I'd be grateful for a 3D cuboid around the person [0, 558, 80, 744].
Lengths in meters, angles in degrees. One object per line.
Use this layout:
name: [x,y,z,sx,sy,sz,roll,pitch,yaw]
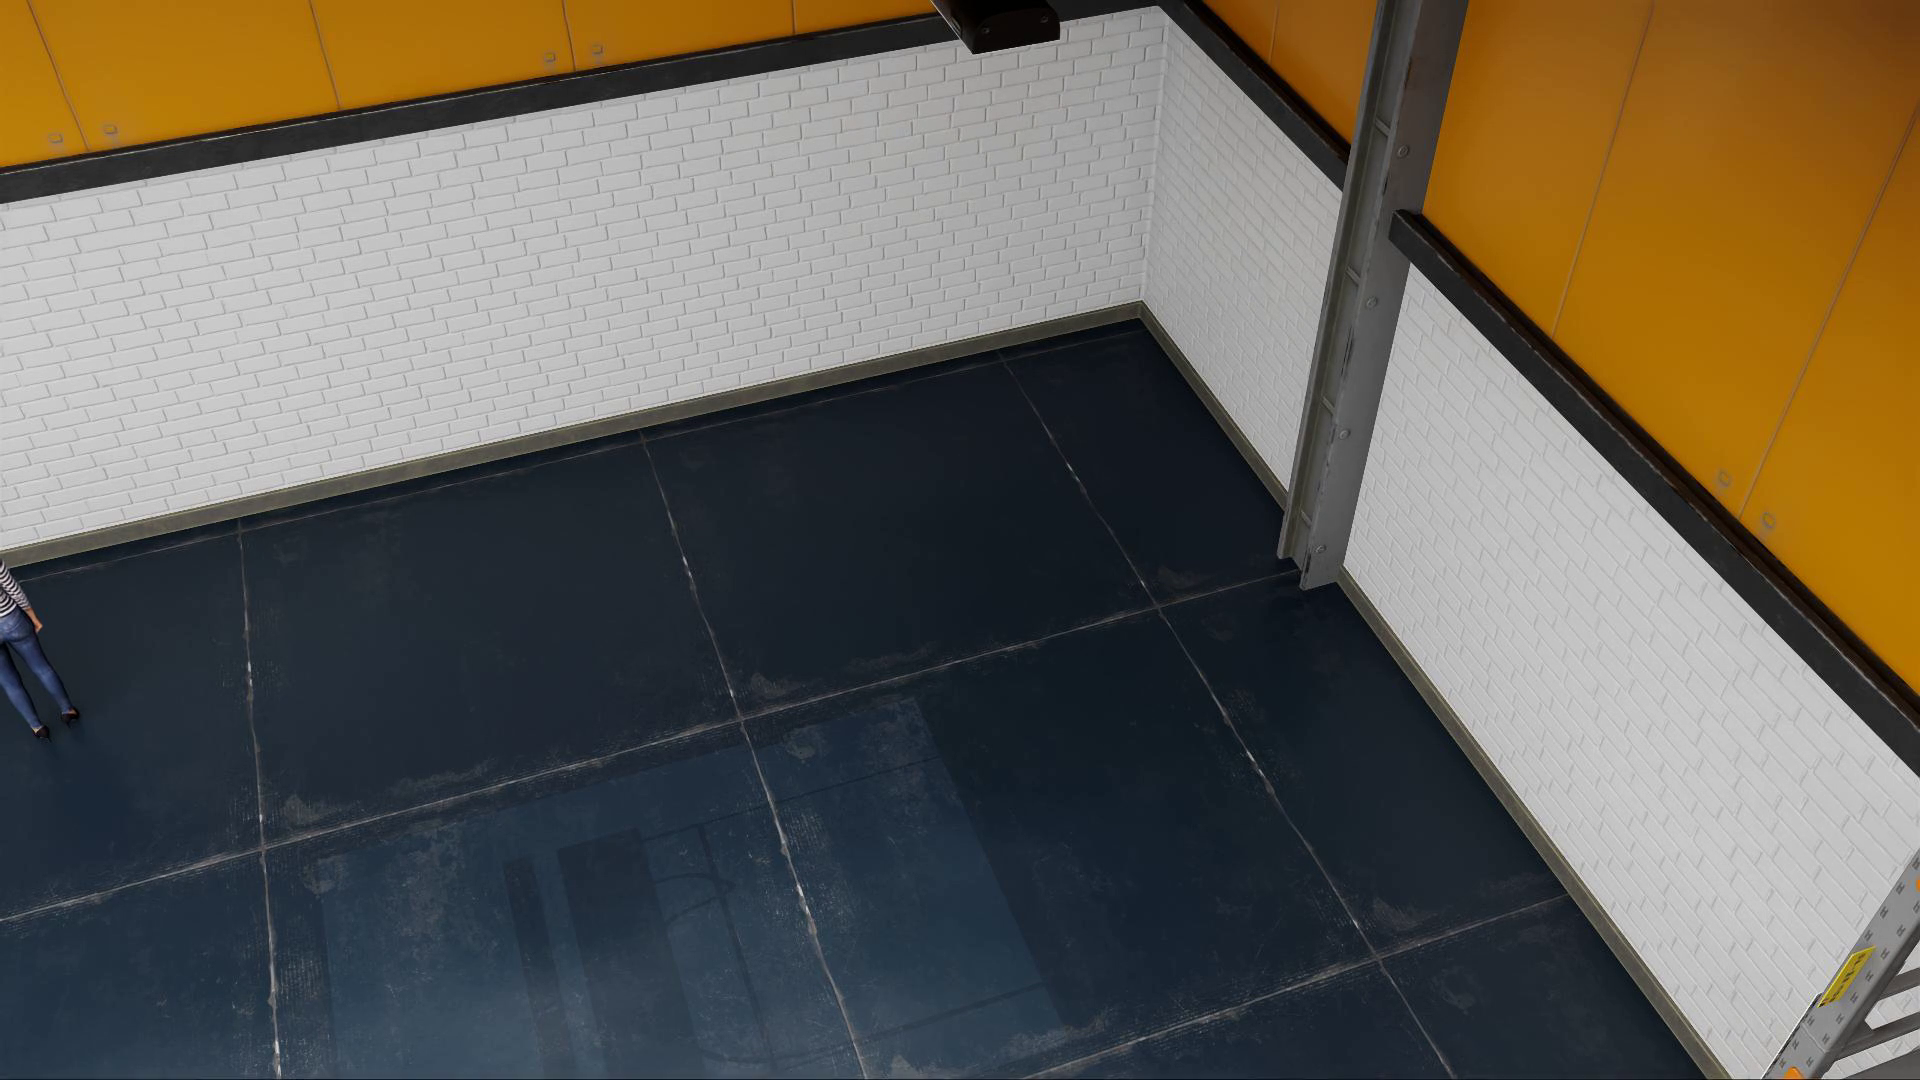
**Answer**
person: [-5.887,0.579,10.211,0.645,1.796,0.596,-28,50,-26]
